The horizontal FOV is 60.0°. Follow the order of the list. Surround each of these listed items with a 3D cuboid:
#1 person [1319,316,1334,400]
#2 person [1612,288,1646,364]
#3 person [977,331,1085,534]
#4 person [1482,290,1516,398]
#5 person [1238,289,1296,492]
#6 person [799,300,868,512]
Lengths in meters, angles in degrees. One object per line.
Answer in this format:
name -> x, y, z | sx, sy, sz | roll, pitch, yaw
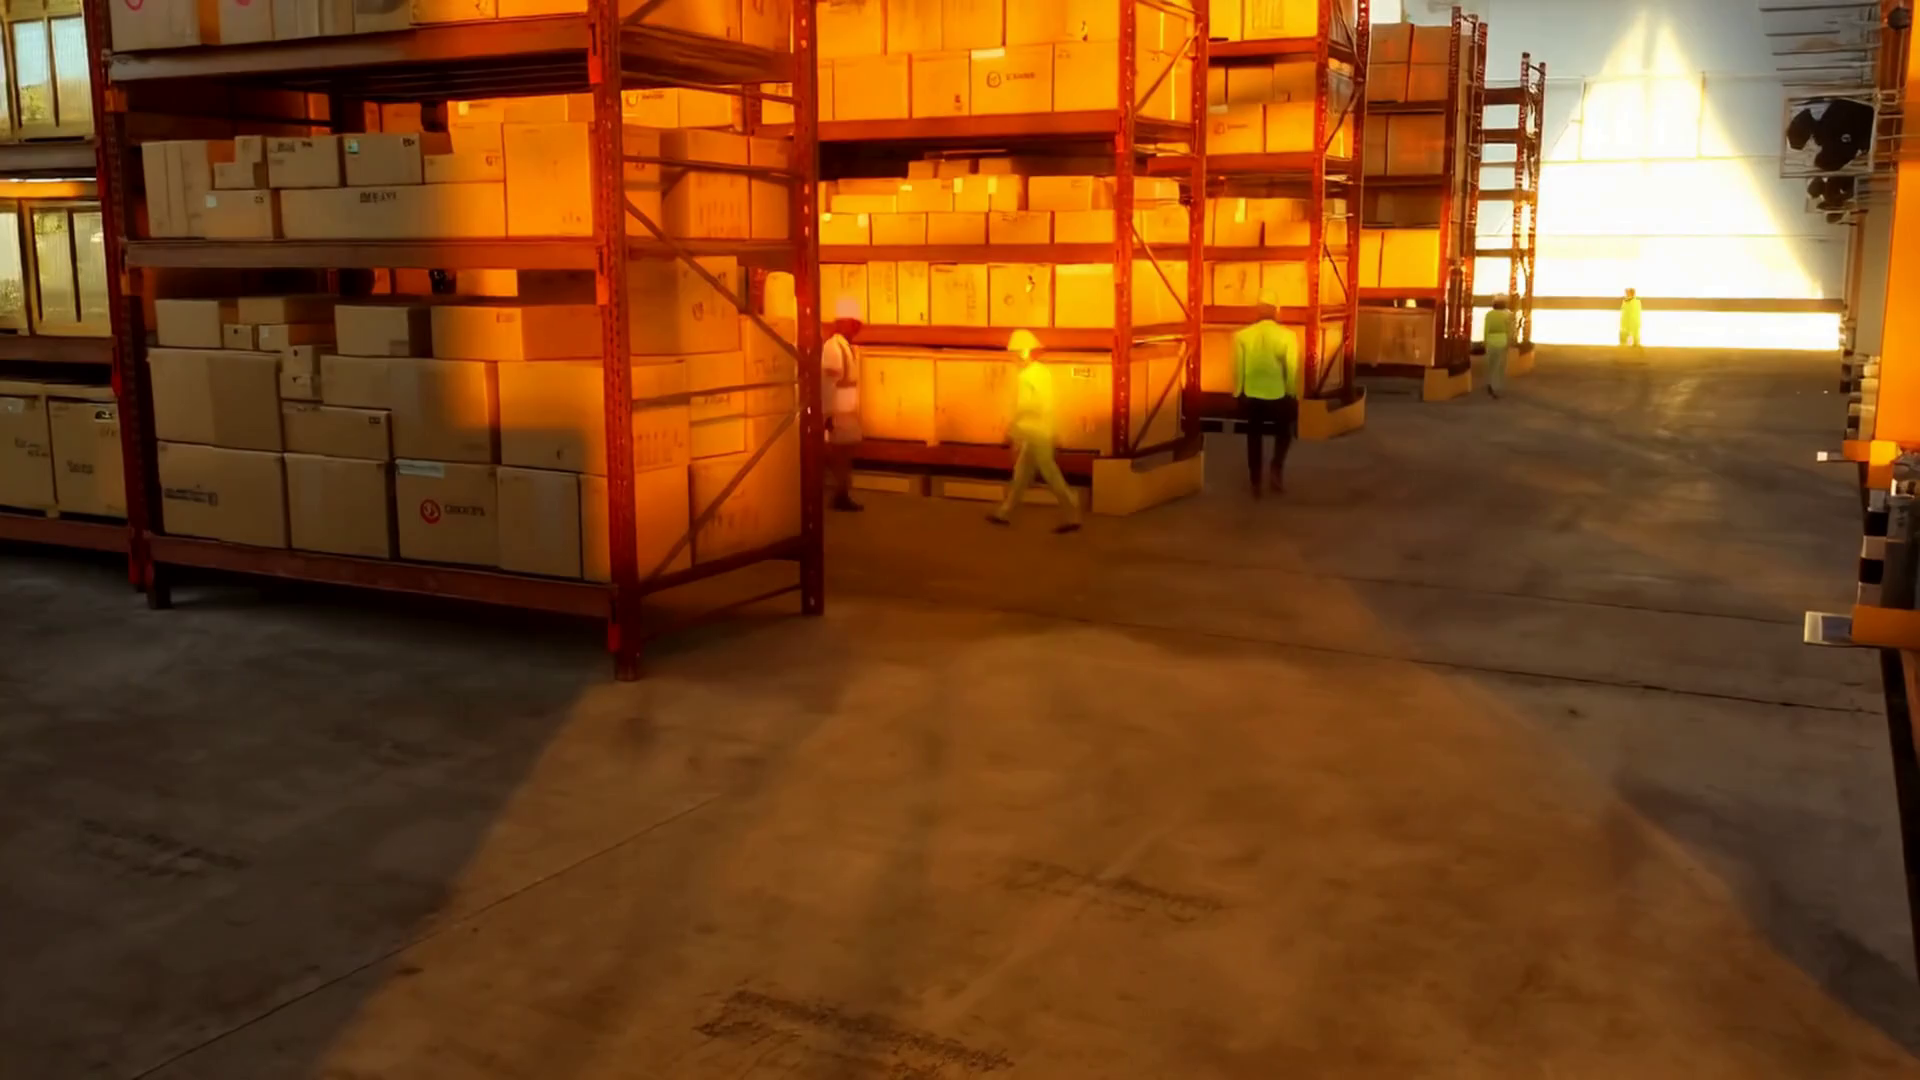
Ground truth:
person -> 5.640, -3.073, 25.809 | 0.480, 1.920, 0.633 | 3, 10, 19
person -> 14.164, -4.513, 35.106 | 0.870, 1.591, 0.559 | -6, 12, -32
person -> 0.617, -0.892, 13.865 | 0.949, 1.683, 0.561 | 3, 10, 16
person -> 8.649, -3.133, 26.690 | 0.514, 1.730, 0.358 | 4, 11, 22
person -> 3.003, -1.450, 16.231 | 0.634, 1.976, 0.481 | 6, 12, 32
person -> -1.098, -1.199, 14.983 | 0.550, 1.913, 0.583 | 2, 10, 13
